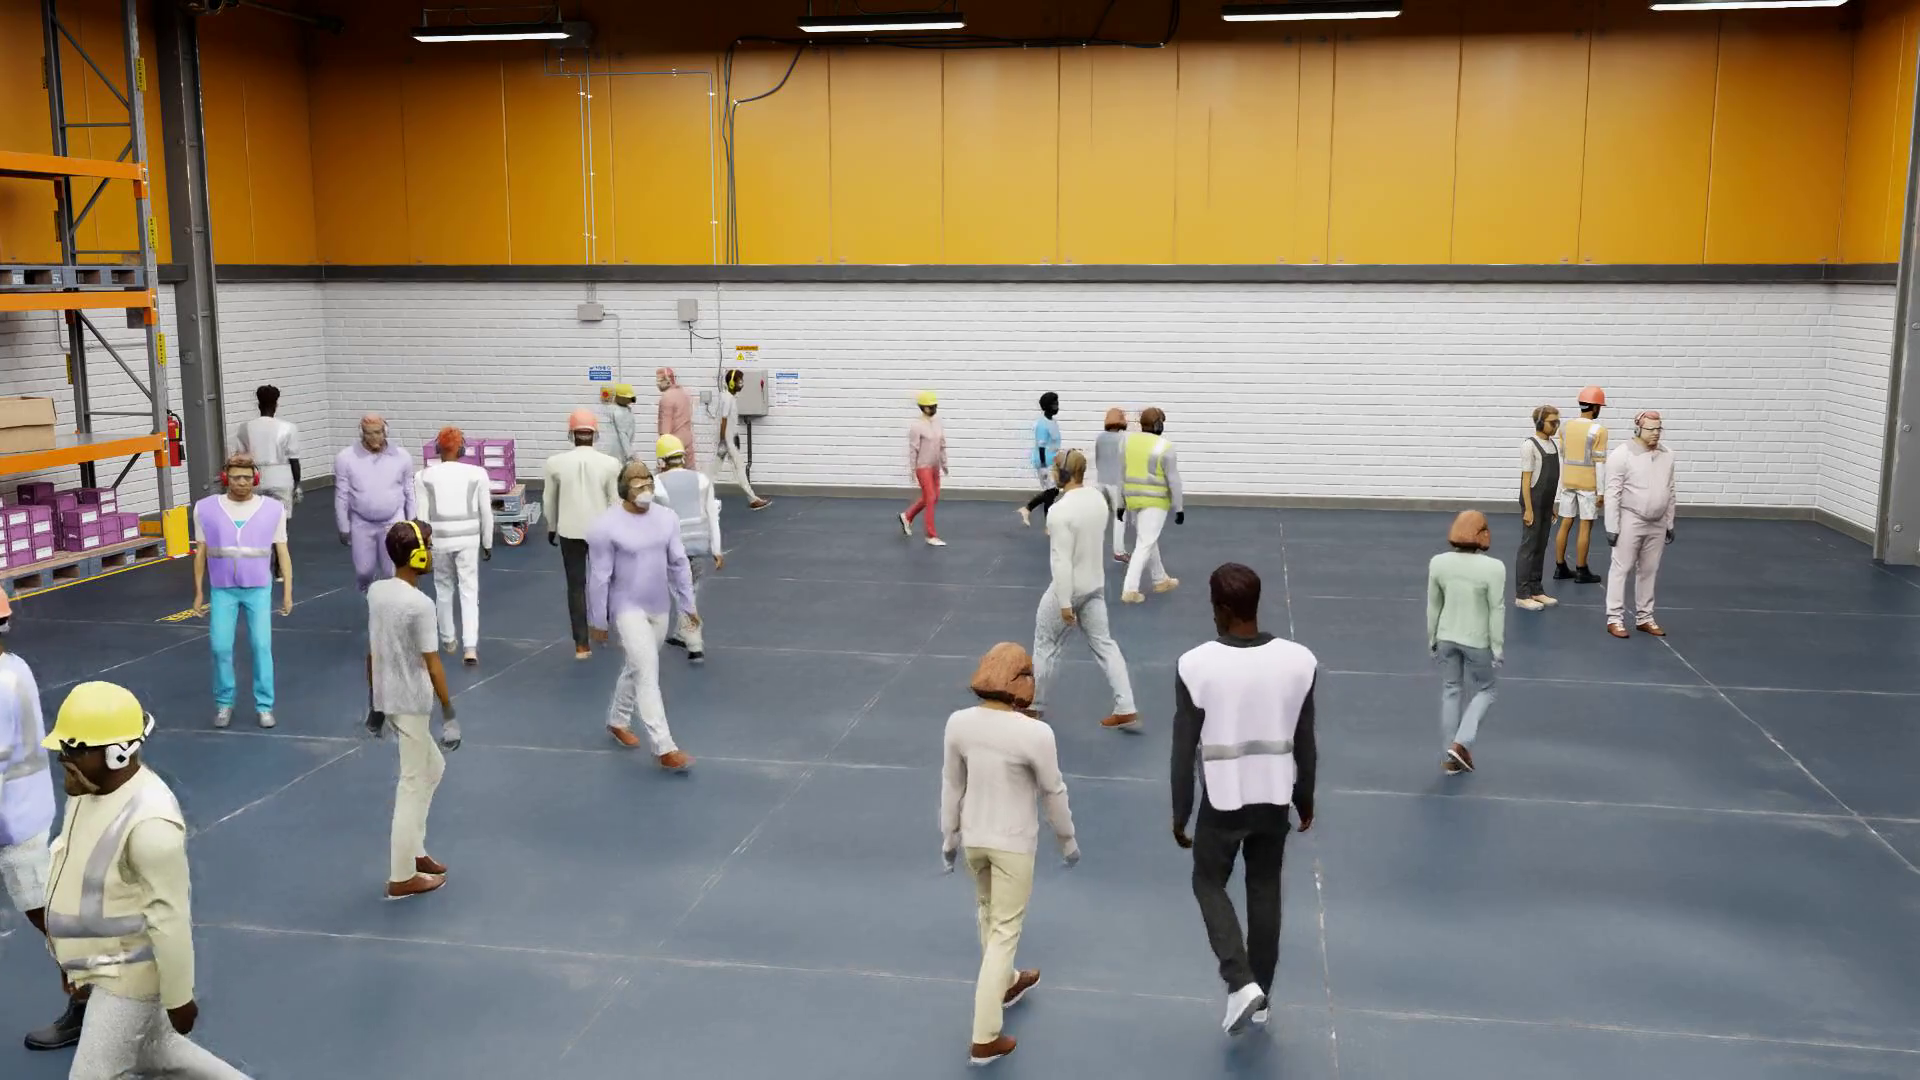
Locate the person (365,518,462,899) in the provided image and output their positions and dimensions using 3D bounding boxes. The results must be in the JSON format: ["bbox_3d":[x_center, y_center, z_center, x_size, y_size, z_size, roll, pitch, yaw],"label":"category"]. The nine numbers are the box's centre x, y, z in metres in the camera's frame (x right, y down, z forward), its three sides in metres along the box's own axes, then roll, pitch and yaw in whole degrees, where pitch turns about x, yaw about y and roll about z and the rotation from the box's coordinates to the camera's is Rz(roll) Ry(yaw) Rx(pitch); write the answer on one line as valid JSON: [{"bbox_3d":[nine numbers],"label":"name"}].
[{"bbox_3d":[-2.621,0.814,8.092,0.564,1.851,0.526,8,12,42],"label":"person"}]

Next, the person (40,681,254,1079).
[{"bbox_3d":[-2.571,1.298,5.260,0.835,1.801,0.588,-8,12,-40],"label":"person"}]

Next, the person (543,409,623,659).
[{"bbox_3d":[-3.003,-0.065,13.292,0.626,1.946,1.001,-2,9,-13],"label":"person"}]

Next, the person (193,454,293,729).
[{"bbox_3d":[-4.786,0.339,11.102,0.618,1.835,0.461,-4,10,-22],"label":"person"}]

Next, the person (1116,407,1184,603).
[{"bbox_3d":[1.768,-0.334,15.428,0.976,1.792,0.652,-9,13,-43],"label":"person"}]

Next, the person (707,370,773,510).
[{"bbox_3d":[-2.906,-1.251,21.073,0.990,1.801,0.654,-2,9,-10],"label":"person"}]

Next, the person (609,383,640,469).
[{"bbox_3d":[-4.041,-1.078,20.313,0.890,1.685,0.510,1,9,9],"label":"person"}]

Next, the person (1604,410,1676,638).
[{"bbox_3d":[5.663,-0.129,13.821,0.642,1.900,0.402,-3,10,-16],"label":"person"}]

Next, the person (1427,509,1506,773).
[{"bbox_3d":[3.051,0.618,10.013,0.522,1.618,0.349,9,13,44],"label":"person"}]

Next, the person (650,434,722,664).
[{"bbox_3d":[-2.177,0.065,13.023,0.608,1.777,0.876,-6,11,-31],"label":"person"}]

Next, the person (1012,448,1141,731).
[{"bbox_3d":[0.772,0.329,11.042,1.038,1.891,0.637,8,12,40],"label":"person"}]

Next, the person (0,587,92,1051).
[{"bbox_3d":[-3.771,1.079,6.307,0.930,1.896,0.570,-5,10,-28],"label":"person"}]

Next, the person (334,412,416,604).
[{"bbox_3d":[-4.944,-0.160,14.089,0.654,1.879,0.746,-4,10,-21],"label":"person"}]

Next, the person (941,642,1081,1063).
[{"bbox_3d":[0.198,1.189,6.558,0.514,1.611,0.622,8,12,39],"label":"person"}]

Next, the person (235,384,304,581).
[{"bbox_3d":[-6.739,-0.544,16.247,0.602,1.947,0.476,0,9,-3],"label":"person"}]

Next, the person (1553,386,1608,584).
[{"bbox_3d":[6.105,-0.539,16.264,0.382,1.929,0.539,-5,11,-31],"label":"person"}]

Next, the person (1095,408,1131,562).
[{"bbox_3d":[1.563,-0.576,17.454,0.376,1.620,0.712,-7,11,-36],"label":"person"}]

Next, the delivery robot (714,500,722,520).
[{"bbox_3d":[-3.093,-0.344,19.010,0.707,0.478,0.477,1,9,4],"label":"delivery robot"}]

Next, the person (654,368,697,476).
[{"bbox_3d":[-3.503,-1.172,20.389,0.741,1.865,0.742,2,9,11],"label":"person"}]

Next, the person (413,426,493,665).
[{"bbox_3d":[-3.937,0.043,12.966,0.574,1.843,0.952,-2,9,-14],"label":"person"}]

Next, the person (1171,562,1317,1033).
[{"bbox_3d":[1.151,1.038,6.594,0.637,1.896,0.516,-1,9,-8],"label":"person"}]

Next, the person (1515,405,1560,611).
[{"bbox_3d":[5.236,-0.297,15.015,0.508,1.847,0.345,-9,13,-44],"label":"person"}]

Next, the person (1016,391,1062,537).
[{"bbox_3d":[0.946,-0.870,19.083,0.559,1.680,0.546,3,10,18],"label":"person"}]

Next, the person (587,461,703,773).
[{"bbox_3d":[-1.971,0.444,10.306,1.025,1.891,0.631,8,12,40],"label":"person"}]

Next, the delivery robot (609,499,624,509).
[{"bbox_3d":[-3.803,-0.371,19.177,0.707,0.478,0.477,1,9,6],"label":"delivery robot"}]

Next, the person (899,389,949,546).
[{"bbox_3d":[-0.416,-0.825,18.604,0.702,1.741,0.529,7,11,36],"label":"person"}]
